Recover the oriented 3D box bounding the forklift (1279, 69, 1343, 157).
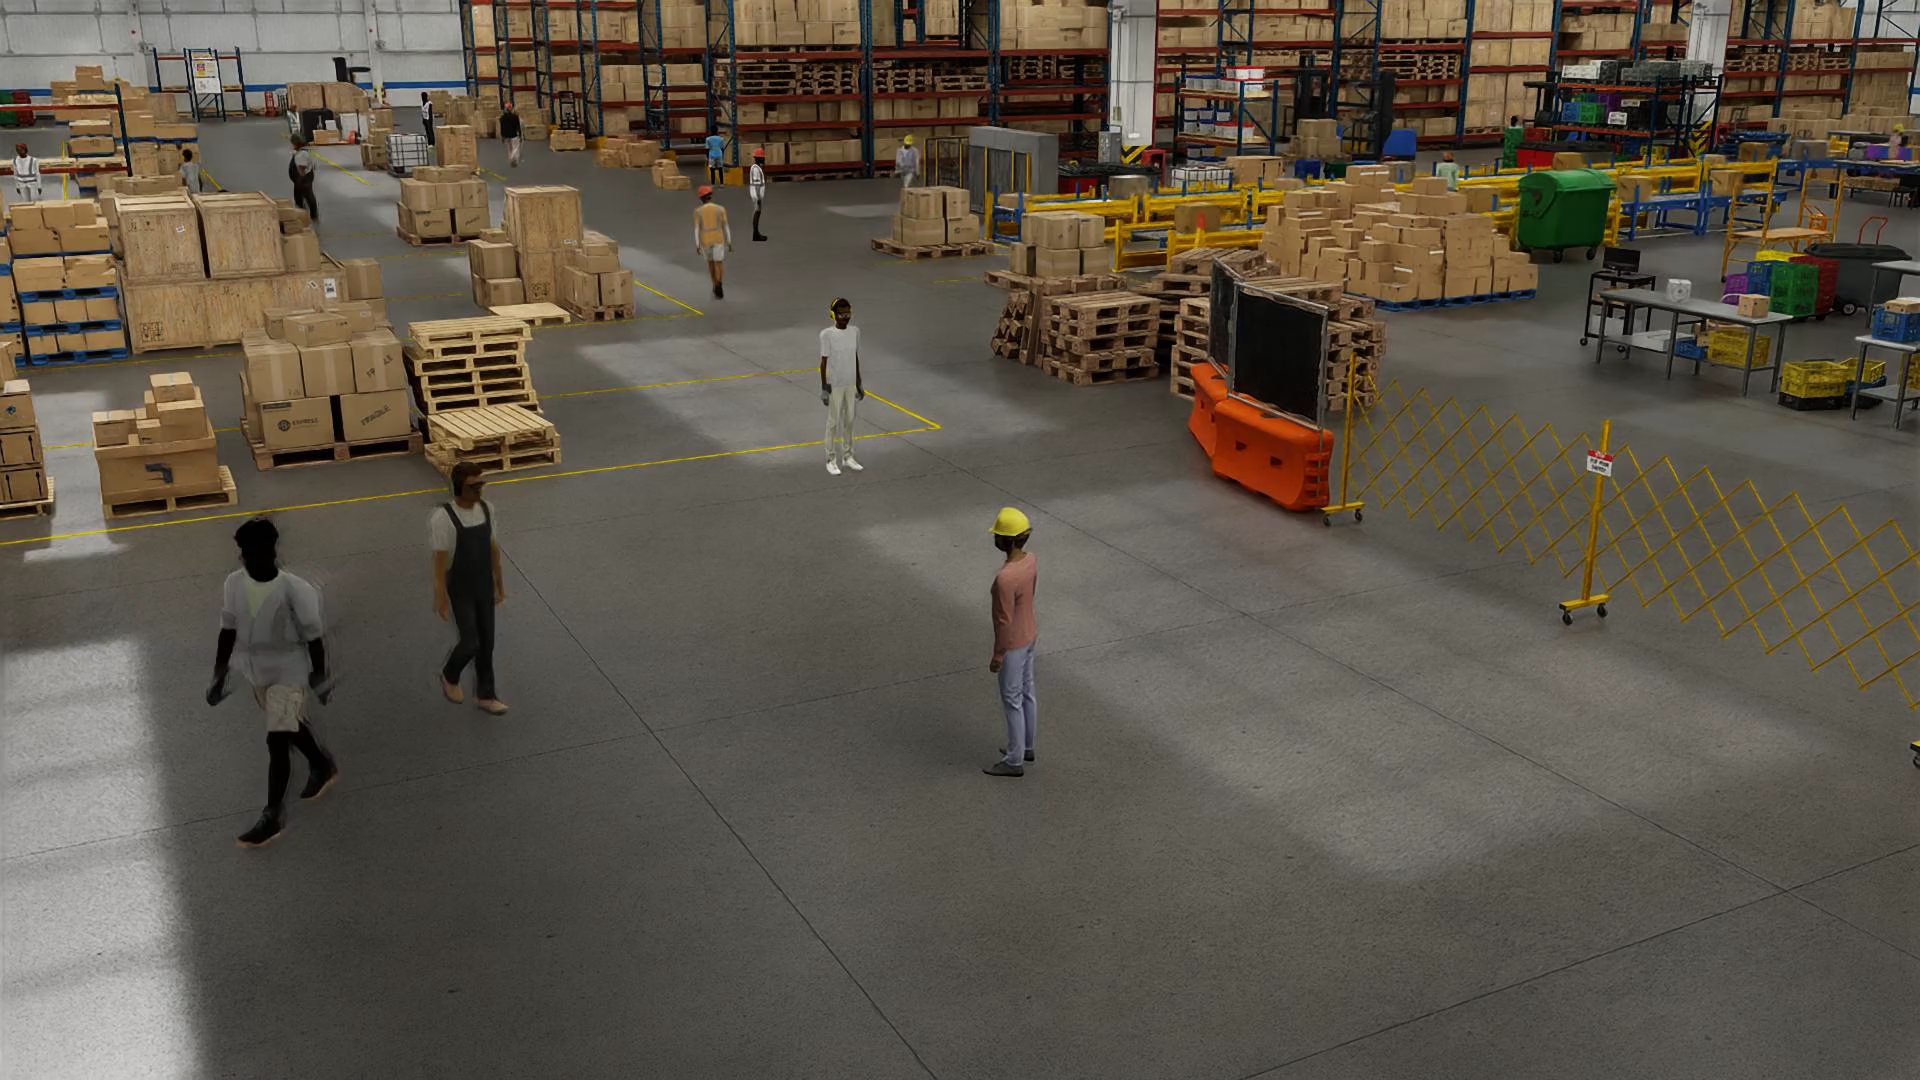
[{"bbox_3d":[11.536,-13.916,54.217,1.129,2.768,1.873,-9,20,-27],"label":"forklift"}]

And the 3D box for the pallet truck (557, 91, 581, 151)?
[{"bbox_3d":[-13.495,-14.412,57.188,0.823,1.965,1.885,-3,18,-9],"label":"pallet truck"}]

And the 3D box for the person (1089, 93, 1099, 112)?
[{"bbox_3d":[4.908,-15.368,60.520,0.968,1.778,0.628,5,18,14],"label":"person"}]

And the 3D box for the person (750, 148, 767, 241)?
[{"bbox_3d":[-4.227,-7.278,35.070,0.398,1.929,0.542,-3,18,-8],"label":"person"}]

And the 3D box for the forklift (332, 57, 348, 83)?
[{"bbox_3d":[-24.780,-17.944,66.775,1.873,2.768,1.129,-9,20,-26],"label":"forklift"}]

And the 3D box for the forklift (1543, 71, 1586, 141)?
[{"bbox_3d":[18.685,-13.231,52.085,1.873,2.768,1.129,-9,20,-26],"label":"forklift"}]

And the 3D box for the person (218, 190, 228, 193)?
[{"bbox_3d":[-12.043,-4.777,27.302,0.395,1.910,0.586,2,18,6],"label":"person"}]

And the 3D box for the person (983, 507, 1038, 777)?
[{"bbox_3d":[0.325,0.648,10.613,0.313,1.768,0.528,7,19,21],"label":"person"}]

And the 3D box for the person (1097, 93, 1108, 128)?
[{"bbox_3d":[5.746,-17.351,67.017,0.507,1.586,0.858,-1,18,-2],"label":"person"}]

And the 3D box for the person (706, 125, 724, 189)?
[{"bbox_3d":[-6.637,-10.378,45.096,0.537,1.696,0.318,-10,20,-28],"label":"person"}]

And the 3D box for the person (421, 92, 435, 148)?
[{"bbox_3d":[-18.679,-14.754,58.399,0.588,1.911,0.396,17,24,42],"label":"person"}]

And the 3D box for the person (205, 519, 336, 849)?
[{"bbox_3d":[-4.106,0.792,9.933,0.615,1.919,0.976,7,19,20],"label":"person"}]

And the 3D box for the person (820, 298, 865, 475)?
[{"bbox_3d":[-1.236,-1.625,17.531,0.534,1.869,0.311,-14,23,-37],"label":"person"}]

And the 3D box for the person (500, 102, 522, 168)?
[{"bbox_3d":[-13.723,-12.362,50.815,0.639,1.980,0.574,1,18,4],"label":"person"}]

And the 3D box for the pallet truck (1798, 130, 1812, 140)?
[{"bbox_3d":[25.526,-11.556,49.408,1.630,1.274,0.653,-9,20,-26],"label":"pallet truck"}]

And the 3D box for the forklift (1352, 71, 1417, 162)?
[{"bbox_3d":[13.290,-13.203,51.996,1.873,2.768,1.129,0,18,0],"label":"forklift"}]

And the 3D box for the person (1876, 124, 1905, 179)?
[{"bbox_3d":[25.218,-10.388,45.055,0.537,1.739,0.736,-14,22,-36],"label":"person"}]

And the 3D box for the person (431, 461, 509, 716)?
[{"bbox_3d":[-3.389,0.337,11.471,0.464,1.831,0.547,12,21,32],"label":"person"}]

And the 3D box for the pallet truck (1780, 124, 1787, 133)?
[{"bbox_3d":[25.206,-12.542,52.601,1.601,1.201,0.680,0,18,-2],"label":"pallet truck"}]

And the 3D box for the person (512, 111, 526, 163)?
[{"bbox_3d":[-14.059,-12.775,52.725,0.532,1.605,0.600,-9,20,-25],"label":"person"}]

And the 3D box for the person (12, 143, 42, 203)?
[{"bbox_3d":[-20.754,-7.891,37.063,0.574,1.876,0.356,0,18,0],"label":"person"}]

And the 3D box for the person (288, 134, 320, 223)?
[{"bbox_3d":[-15.078,-8.218,37.807,0.833,2.000,0.711,-7,19,-21],"label":"person"}]

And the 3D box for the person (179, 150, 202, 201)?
[{"bbox_3d":[-16.611,-7.525,36.017,1.000,1.816,0.545,11,21,32],"label":"person"}]

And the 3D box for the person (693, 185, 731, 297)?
[{"bbox_3d":[-4.215,-5.089,28.292,0.594,1.905,0.714,-2,18,-5],"label":"person"}]

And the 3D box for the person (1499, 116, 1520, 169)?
[{"bbox_3d":[16.345,-11.750,49.433,0.850,1.648,0.550,-10,20,-27],"label":"person"}]

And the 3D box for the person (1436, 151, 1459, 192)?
[{"bbox_3d":[11.059,-8.014,37.831,0.507,1.631,0.268,5,18,15],"label":"person"}]

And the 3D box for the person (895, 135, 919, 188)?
[{"bbox_3d":[-1.270,-9.060,40.855,0.589,1.788,0.865,8,19,22],"label":"person"}]

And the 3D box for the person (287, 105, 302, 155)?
[{"bbox_3d":[-22.176,-13.673,55.461,0.315,1.640,0.515,7,19,22],"label":"person"}]
